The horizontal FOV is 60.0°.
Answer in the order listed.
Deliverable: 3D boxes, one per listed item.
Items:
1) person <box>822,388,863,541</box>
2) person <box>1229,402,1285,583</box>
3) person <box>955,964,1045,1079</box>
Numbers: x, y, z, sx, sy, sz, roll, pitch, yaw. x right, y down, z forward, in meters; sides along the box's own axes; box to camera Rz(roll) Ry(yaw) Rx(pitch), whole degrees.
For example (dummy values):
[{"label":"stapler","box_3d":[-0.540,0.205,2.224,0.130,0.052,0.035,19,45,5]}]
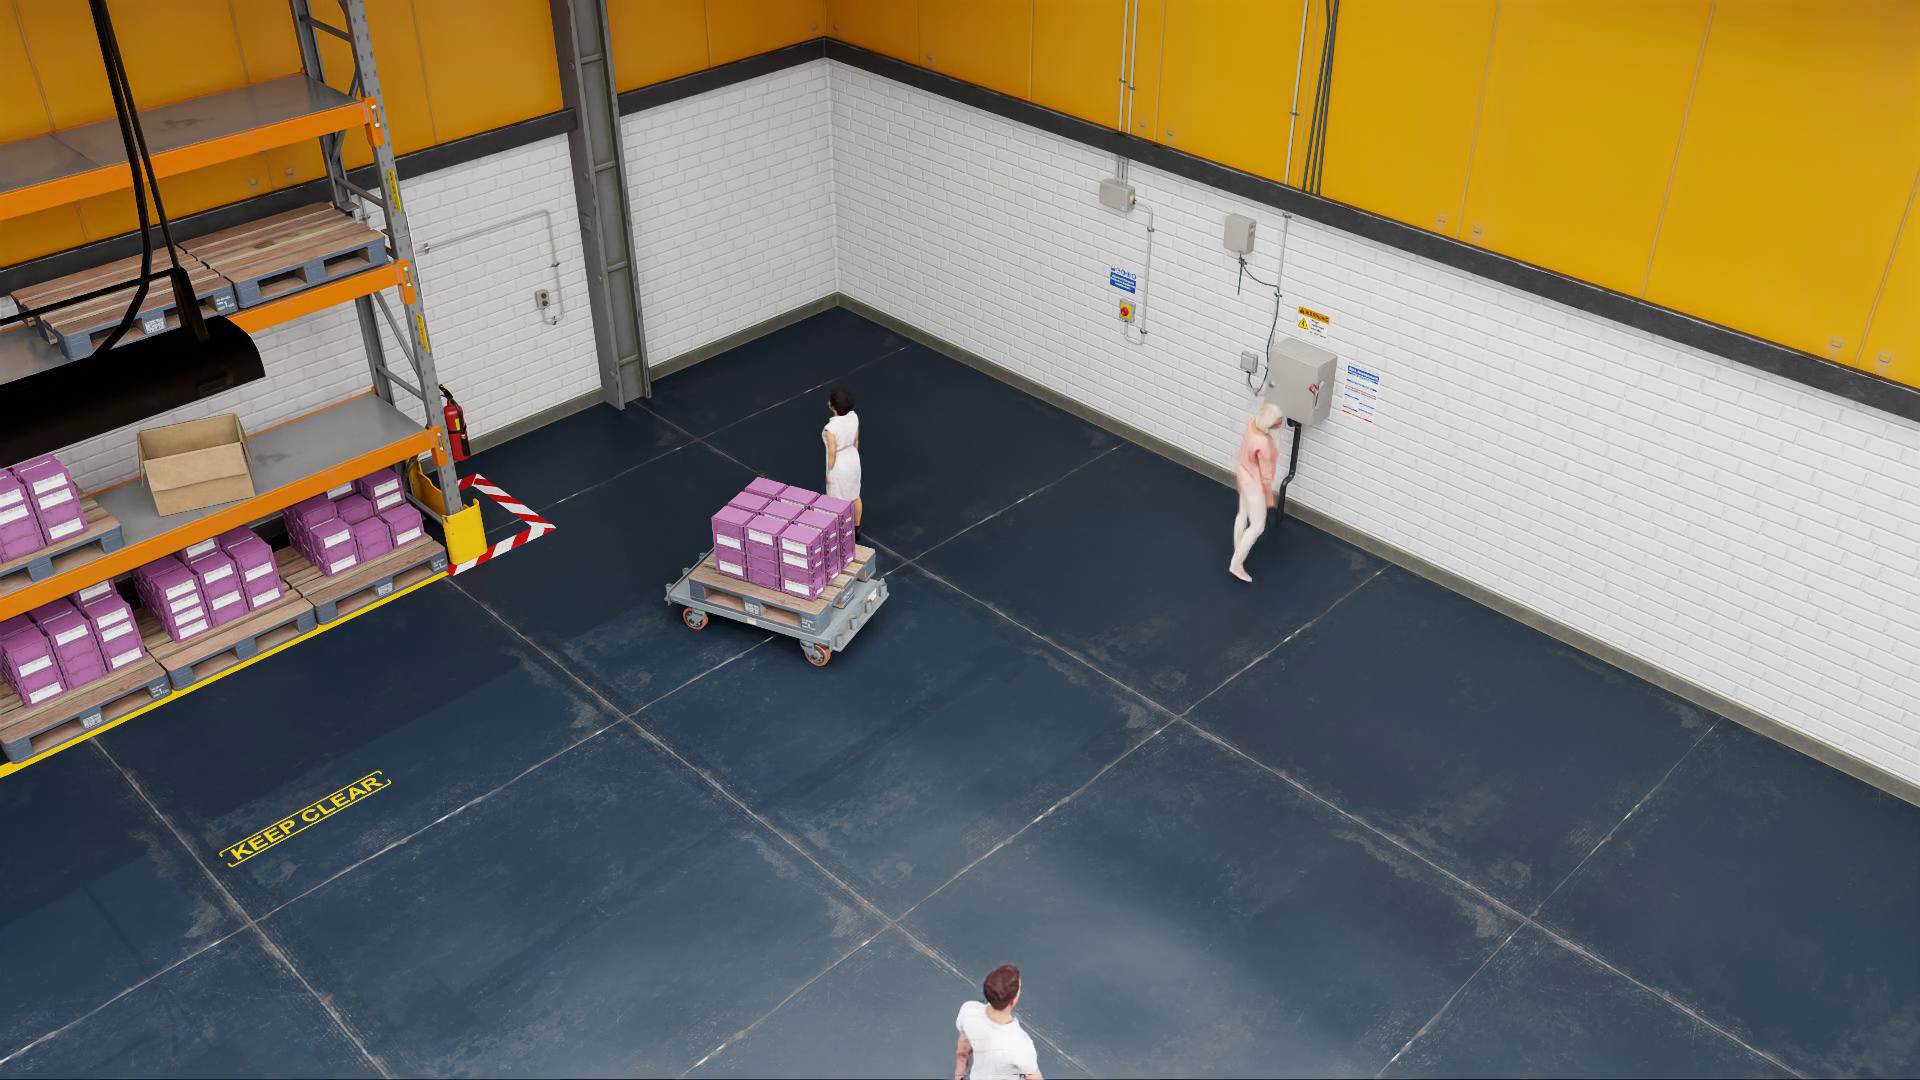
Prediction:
[{"label":"person","box_3d":[-1.009,-0.628,14.364,0.640,1.554,0.492,23,40,30]},{"label":"person","box_3d":[2.461,-0.506,14.058,0.793,1.690,0.793,-15,36,-21]},{"label":"person","box_3d":[0.139,3.002,8.679,1.145,1.803,0.677,-27,42,-34]}]
